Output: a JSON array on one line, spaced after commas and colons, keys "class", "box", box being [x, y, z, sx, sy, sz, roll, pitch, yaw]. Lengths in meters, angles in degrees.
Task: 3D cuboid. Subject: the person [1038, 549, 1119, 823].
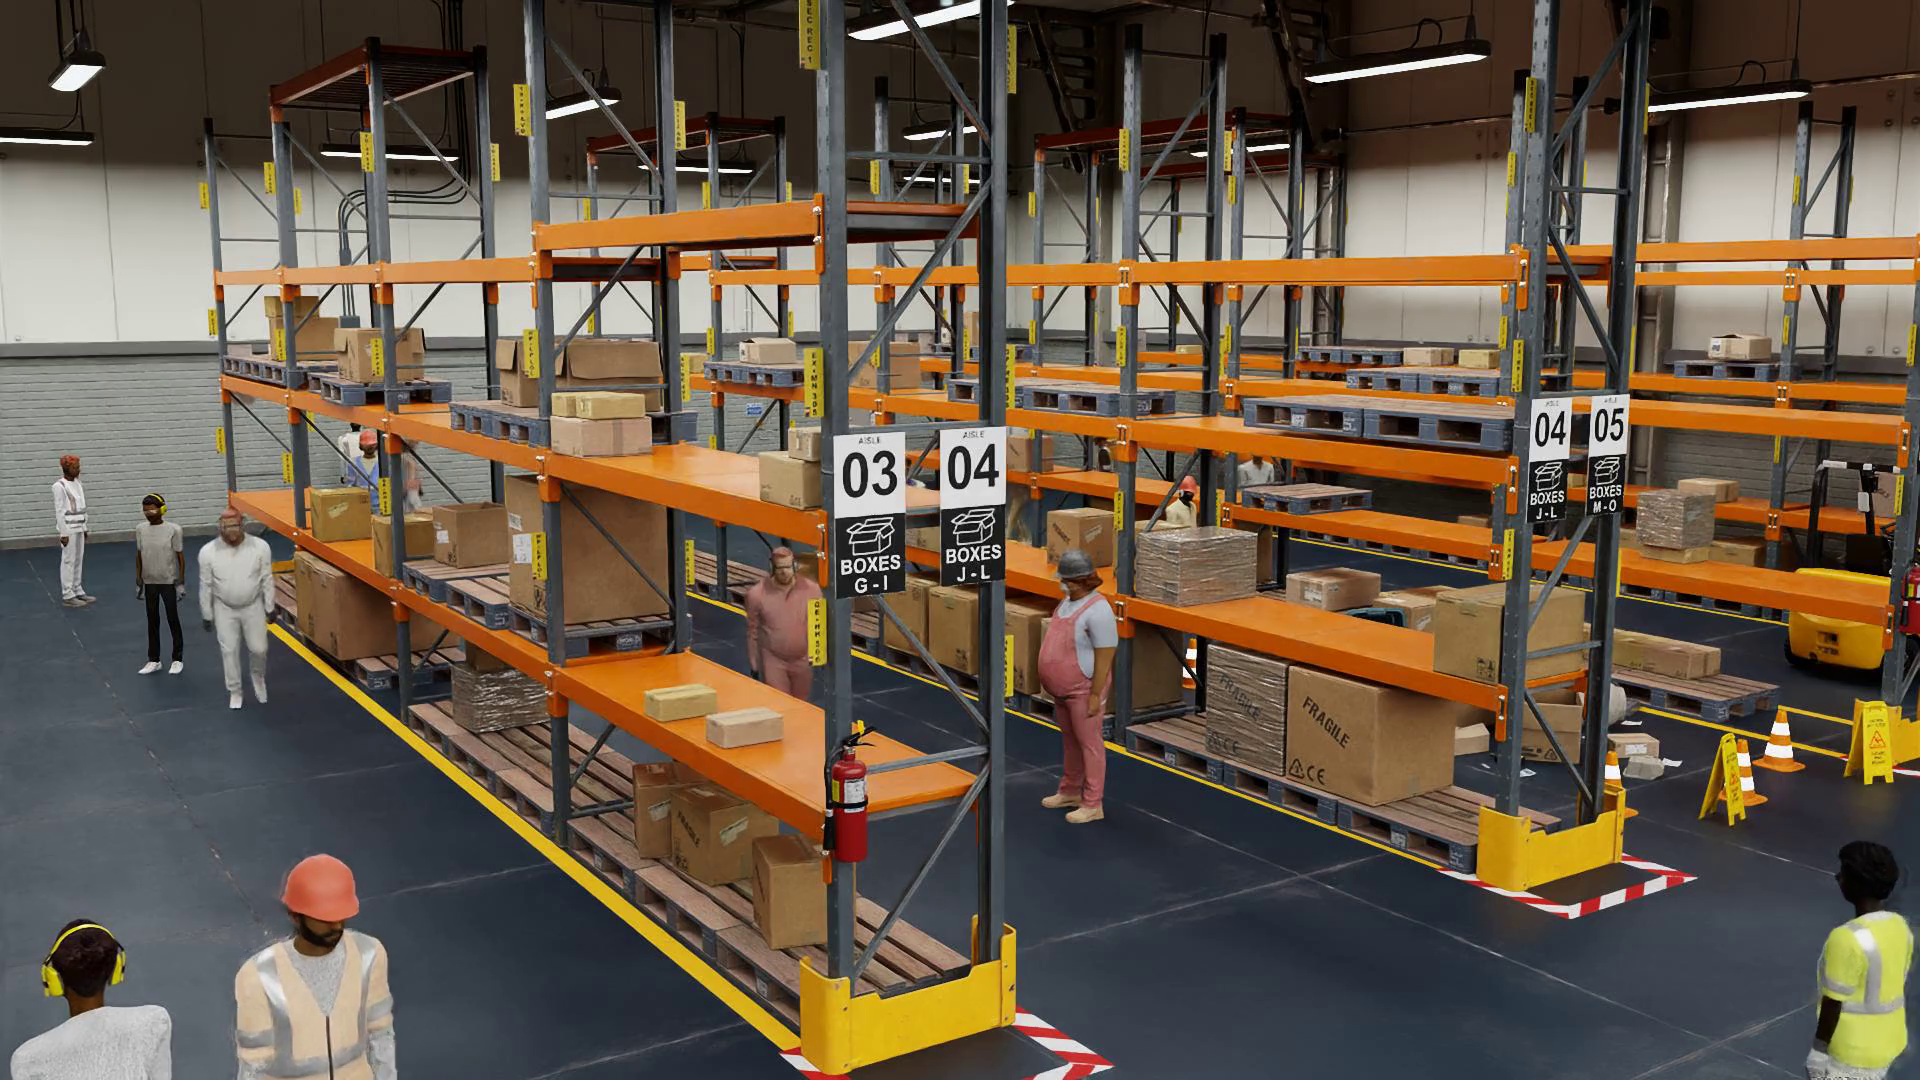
[{"class": "person", "box": [0.841, 1.059, 12.309, 0.536, 2.000, 0.672, -3, 9, -21]}]

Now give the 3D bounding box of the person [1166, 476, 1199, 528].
[{"class": "person", "box": [2.642, 0.112, 19.575, 0.345, 1.746, 0.573, 6, 11, 37]}]

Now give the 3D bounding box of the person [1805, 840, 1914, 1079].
[{"class": "person", "box": [3.723, 2.068, 6.783, 0.545, 1.676, 0.518, -7, 11, -39]}]

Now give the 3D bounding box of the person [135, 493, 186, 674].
[{"class": "person", "box": [-8.167, 0.447, 16.974, 0.517, 1.865, 0.328, 0, 9, 1]}]

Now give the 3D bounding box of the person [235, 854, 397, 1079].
[{"class": "person", "box": [-2.305, 2.062, 6.020, 0.577, 1.920, 0.408, -8, 12, -42]}]

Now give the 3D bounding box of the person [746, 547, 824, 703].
[{"class": "person", "box": [-1.427, 0.953, 13.600, 0.639, 1.872, 0.889, -3, 9, -20]}]

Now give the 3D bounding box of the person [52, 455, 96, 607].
[{"class": "person", "box": [-11.026, -0.118, 20.665, 0.338, 1.882, 0.583, -1, 9, -4]}]

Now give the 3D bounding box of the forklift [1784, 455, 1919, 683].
[{"class": "forklift", "box": [9.643, 0.253, 17.172, 2.313, 2.155, 1.214, -6, 10, -33]}]

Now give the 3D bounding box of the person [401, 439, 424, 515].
[{"class": "person", "box": [-8.425, -0.757, 25.743, 0.548, 1.619, 0.528, -1, 9, -4]}]

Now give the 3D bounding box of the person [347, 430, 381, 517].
[{"class": "person", "box": [-7.931, -0.460, 22.442, 0.638, 2.039, 0.405, -1, 9, -9]}]

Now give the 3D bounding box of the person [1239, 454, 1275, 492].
[{"class": "person", "box": [4.349, -0.614, 24.485, 0.571, 1.733, 0.663, -2, 9, -15]}]

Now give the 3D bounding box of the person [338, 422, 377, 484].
[{"class": "person", "box": [-9.844, -1.122, 27.207, 0.588, 1.928, 0.384, -4, 9, -26]}]

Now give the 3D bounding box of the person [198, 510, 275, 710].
[{"class": "person", "box": [-6.743, 0.651, 15.532, 0.660, 1.888, 0.446, -4, 9, -24]}]

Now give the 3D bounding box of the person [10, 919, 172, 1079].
[{"class": "person", "box": [-2.848, 2.163, 5.527, 0.329, 1.872, 0.510, 8, 11, 42]}]
